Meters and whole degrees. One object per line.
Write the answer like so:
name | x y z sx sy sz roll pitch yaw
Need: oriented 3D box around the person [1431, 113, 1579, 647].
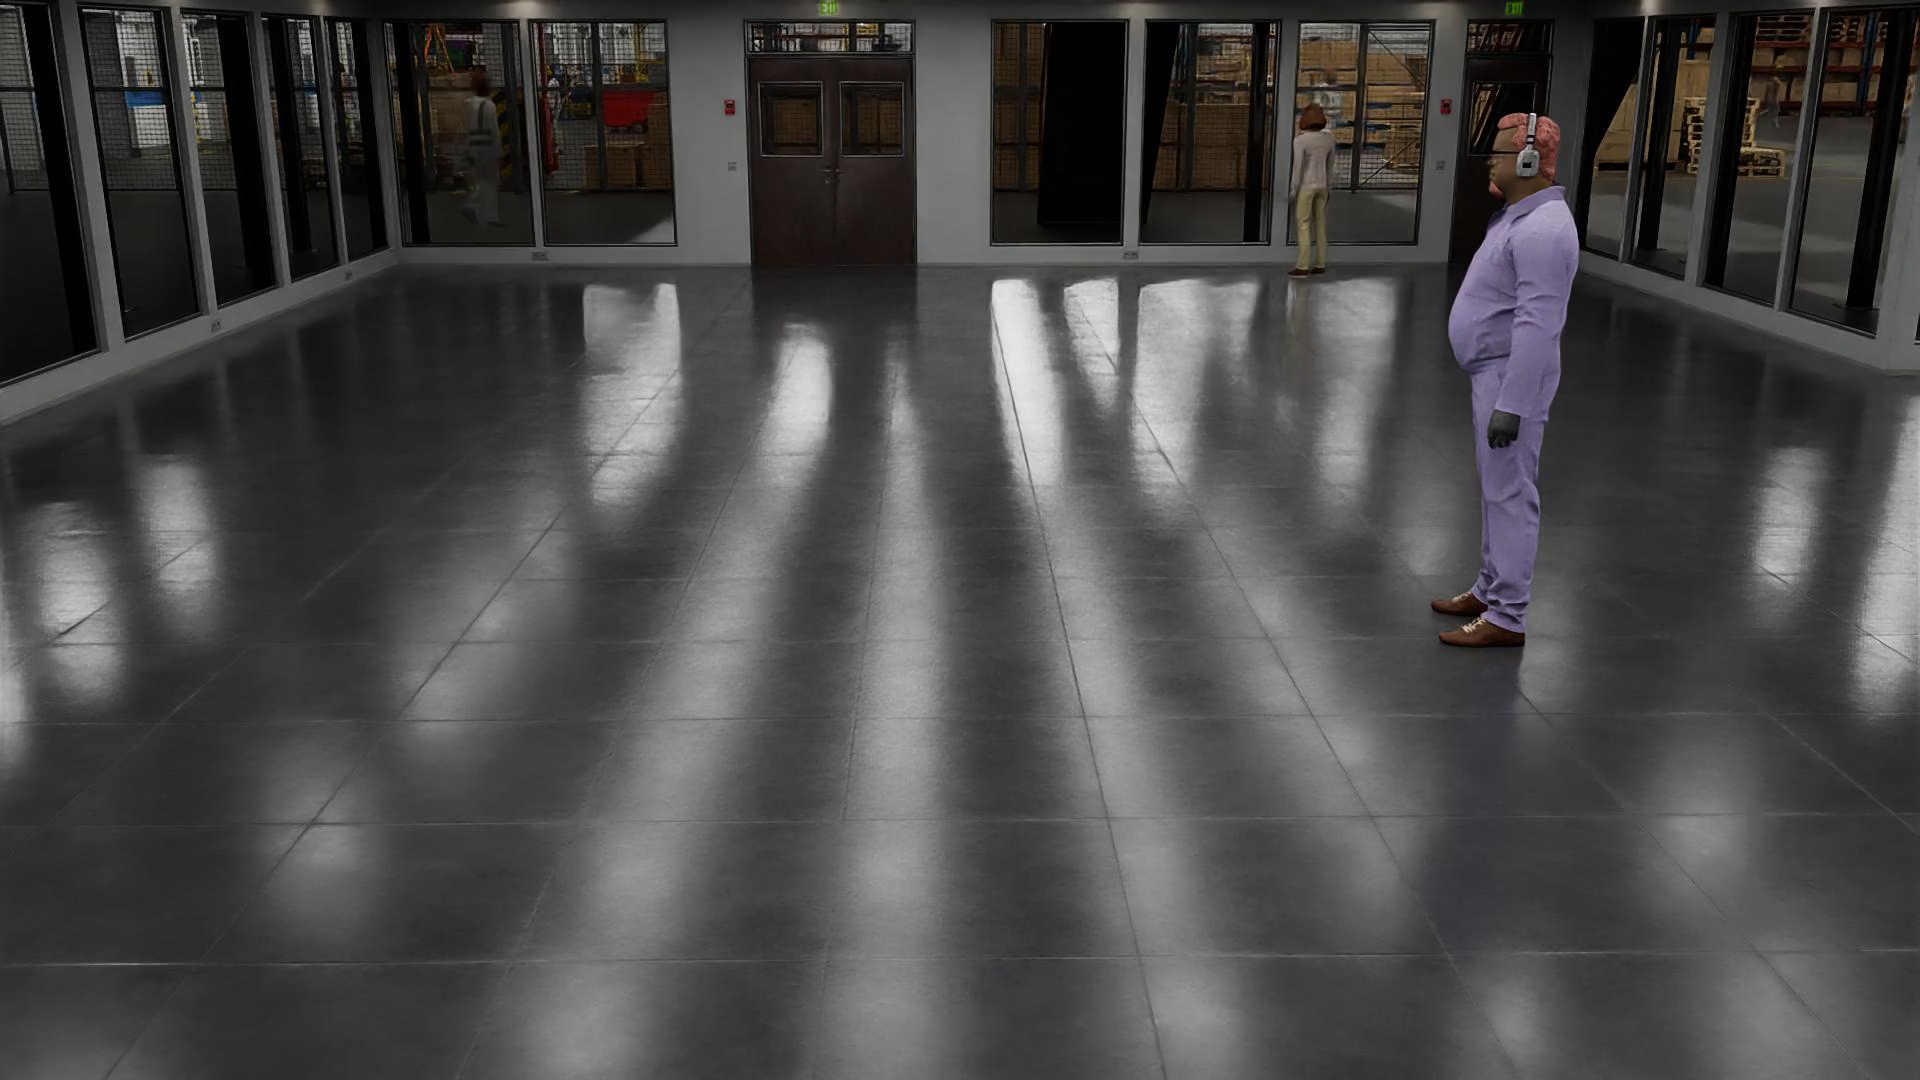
person | 1.959 -0.557 6.001 0.409 1.908 0.639 4 17 12

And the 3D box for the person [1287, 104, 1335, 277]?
person | 3.366 -3.345 15.963 0.507 1.631 0.268 -9 19 -28
